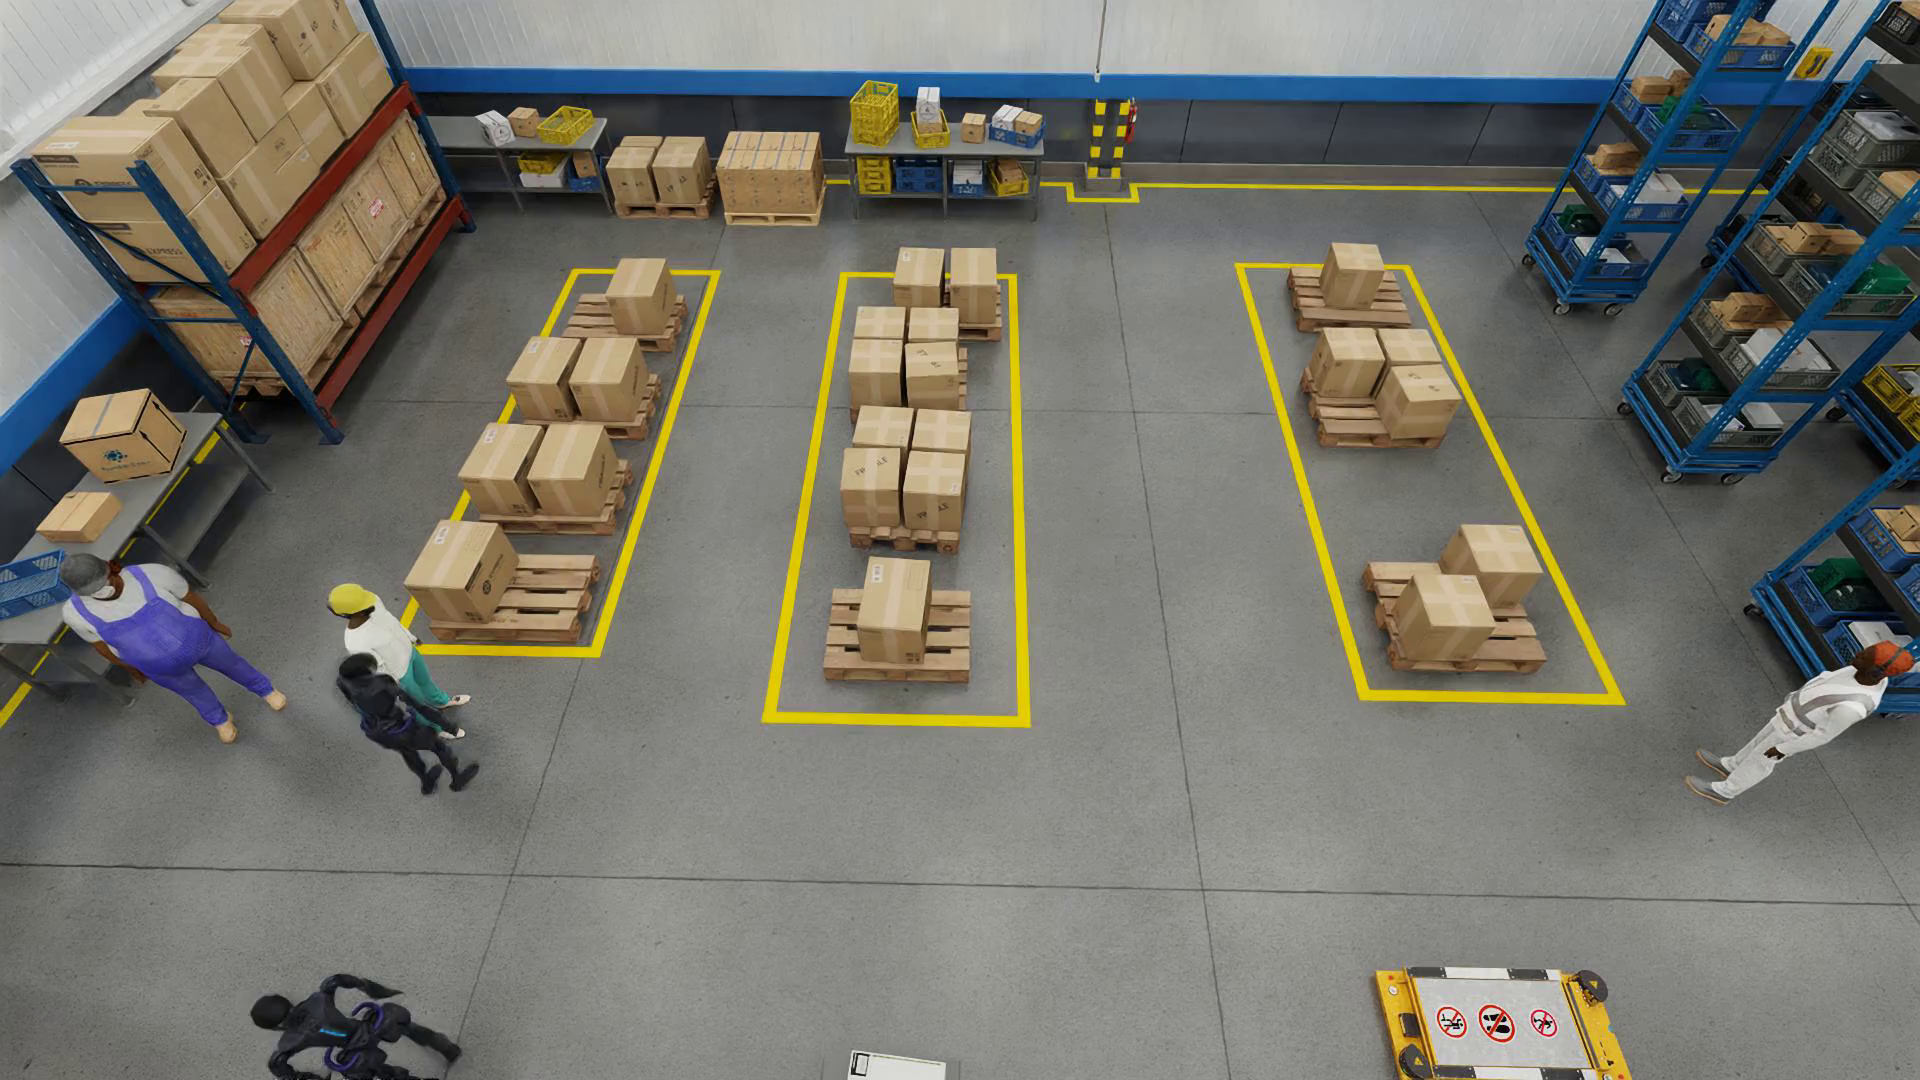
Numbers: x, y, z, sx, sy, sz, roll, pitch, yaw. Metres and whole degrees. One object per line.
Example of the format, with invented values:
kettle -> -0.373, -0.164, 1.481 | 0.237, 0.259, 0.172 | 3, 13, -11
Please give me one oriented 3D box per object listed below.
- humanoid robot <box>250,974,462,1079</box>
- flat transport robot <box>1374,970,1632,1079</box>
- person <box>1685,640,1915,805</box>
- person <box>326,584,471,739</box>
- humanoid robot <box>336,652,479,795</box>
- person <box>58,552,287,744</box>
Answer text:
humanoid robot -> -3.434, 2.882, 5.227 | 0.400, 1.642, 0.621 | 16, 53, 12
flat transport robot -> 3.501, 3.133, 5.914 | 1.431, 0.197, 0.652 | 1, 51, 1
person -> 5.832, 1.288, 6.393 | 0.342, 1.881, 0.585 | 37, 60, 26
person -> -4.143, 0.894, 6.790 | 0.307, 1.768, 0.523 | -8, 51, -7
humanoid robot -> -3.974, 1.320, 6.505 | 0.638, 1.641, 0.405 | 6, 51, 5
person -> -5.752, 0.780, 6.708 | 0.536, 2.000, 0.674 | 37, 60, 26
